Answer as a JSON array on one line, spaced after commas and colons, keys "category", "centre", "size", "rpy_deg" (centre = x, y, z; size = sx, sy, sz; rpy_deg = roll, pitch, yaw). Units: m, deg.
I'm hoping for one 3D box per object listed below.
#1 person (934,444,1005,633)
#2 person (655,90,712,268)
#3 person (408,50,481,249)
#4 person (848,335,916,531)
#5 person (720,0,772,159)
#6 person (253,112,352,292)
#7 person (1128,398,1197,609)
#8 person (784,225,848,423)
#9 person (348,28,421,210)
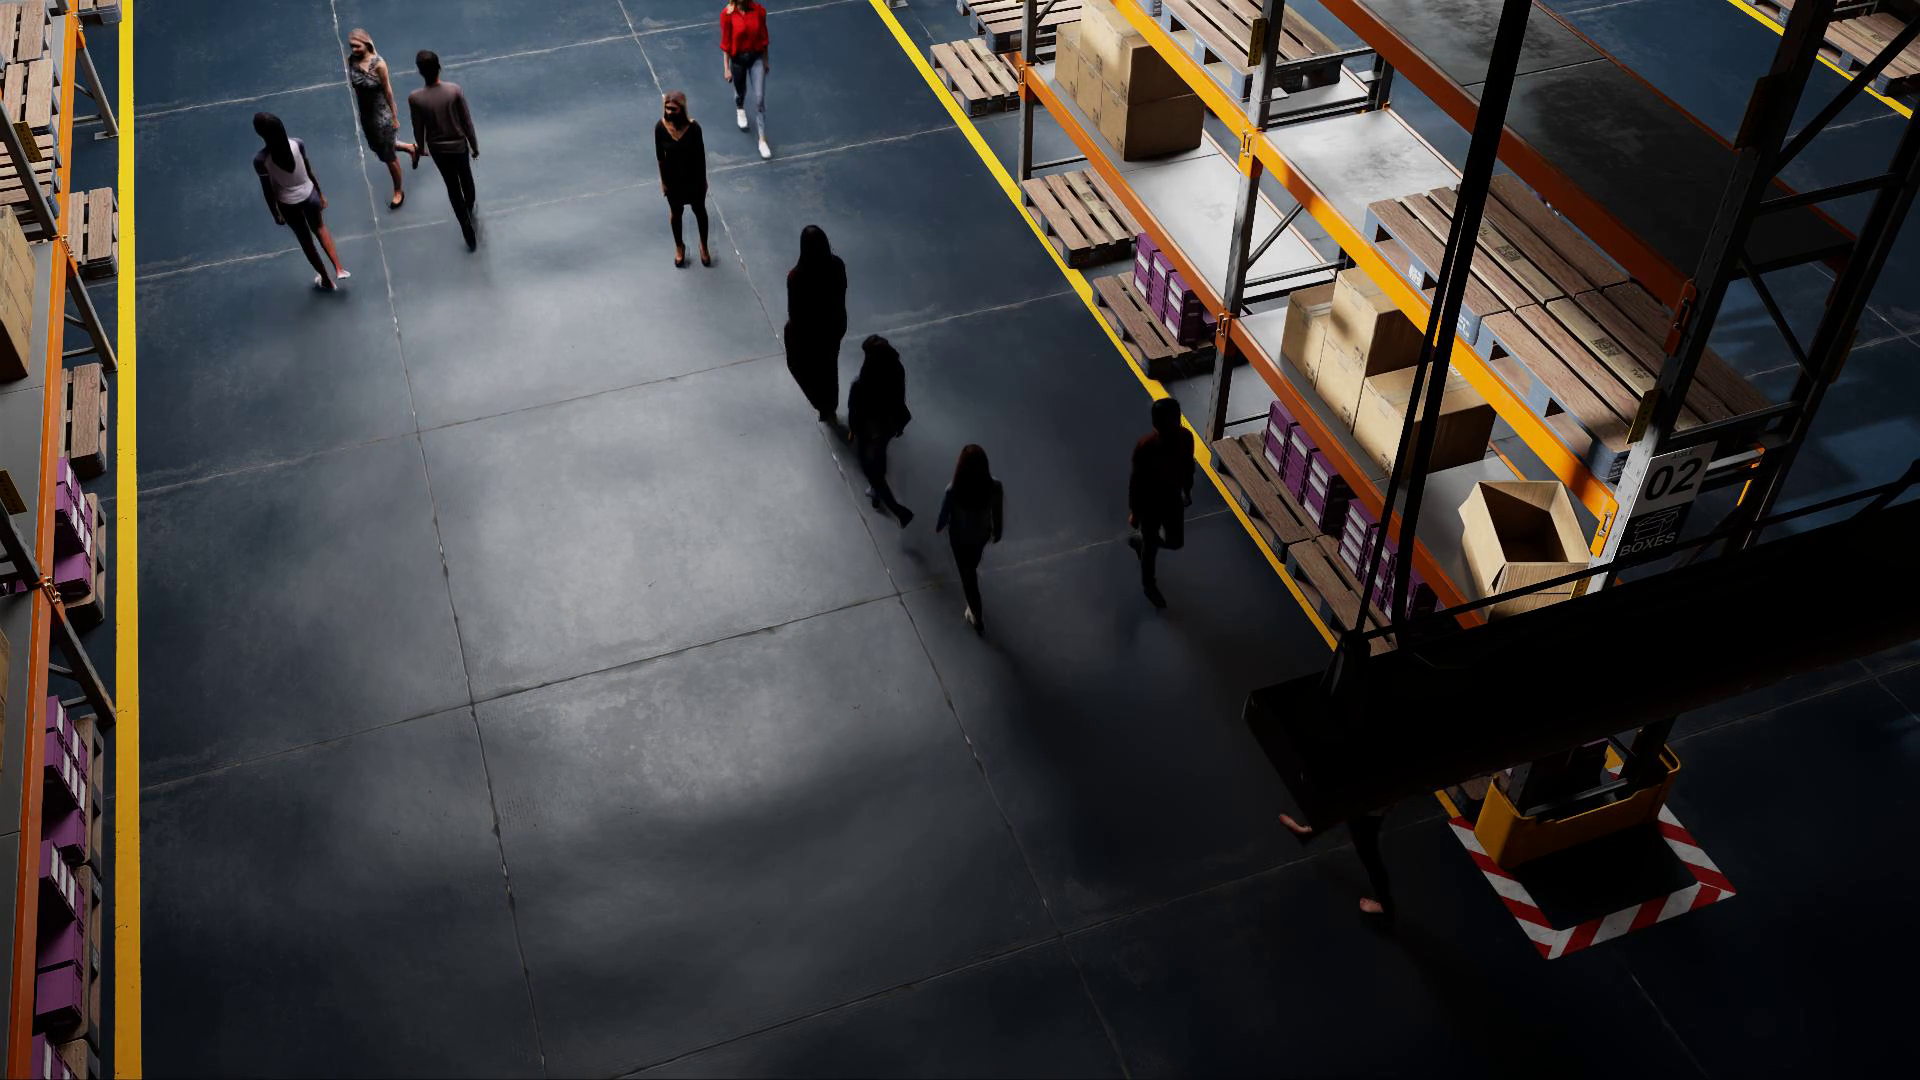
[{"category": "person", "centre": [0.091, 0.014, 11.159], "size": [0.595, 1.447, 0.945], "rpy_deg": [-13, 45, -13]}, {"category": "person", "centre": [-2.360, -3.092, 14.253], "size": [0.602, 1.675, 0.566], "rpy_deg": [-2, 44, -2]}, {"category": "person", "centre": [-4.445, -3.362, 14.495], "size": [1.063, 1.733, 0.690], "rpy_deg": [-14, 45, -14]}, {"category": "person", "centre": [-0.561, -0.740, 11.837], "size": [0.742, 1.603, 0.992], "rpy_deg": [-24, 49, -23]}, {"category": "person", "centre": [-2.048, -4.554, 15.794], "size": [0.680, 1.666, 1.108], "rpy_deg": [-10, 44, -10]}, {"category": "person", "centre": [-5.490, -2.755, 13.875], "size": [0.768, 1.709, 0.811], "rpy_deg": [-29, 51, -27]}, {"category": "person", "centre": [1.296, -0.316, 11.272], "size": [0.713, 1.767, 0.813], "rpy_deg": [-20, 47, -20]}, {"category": "person", "centre": [-1.032, -1.565, 12.598], "size": [0.775, 1.746, 0.813], "rpy_deg": [-27, 50, -26]}, {"category": "person", "centre": [-5.199, -3.884, 15.081], "size": [0.920, 1.681, 0.985], "rpy_deg": [17, 46, 17]}]
